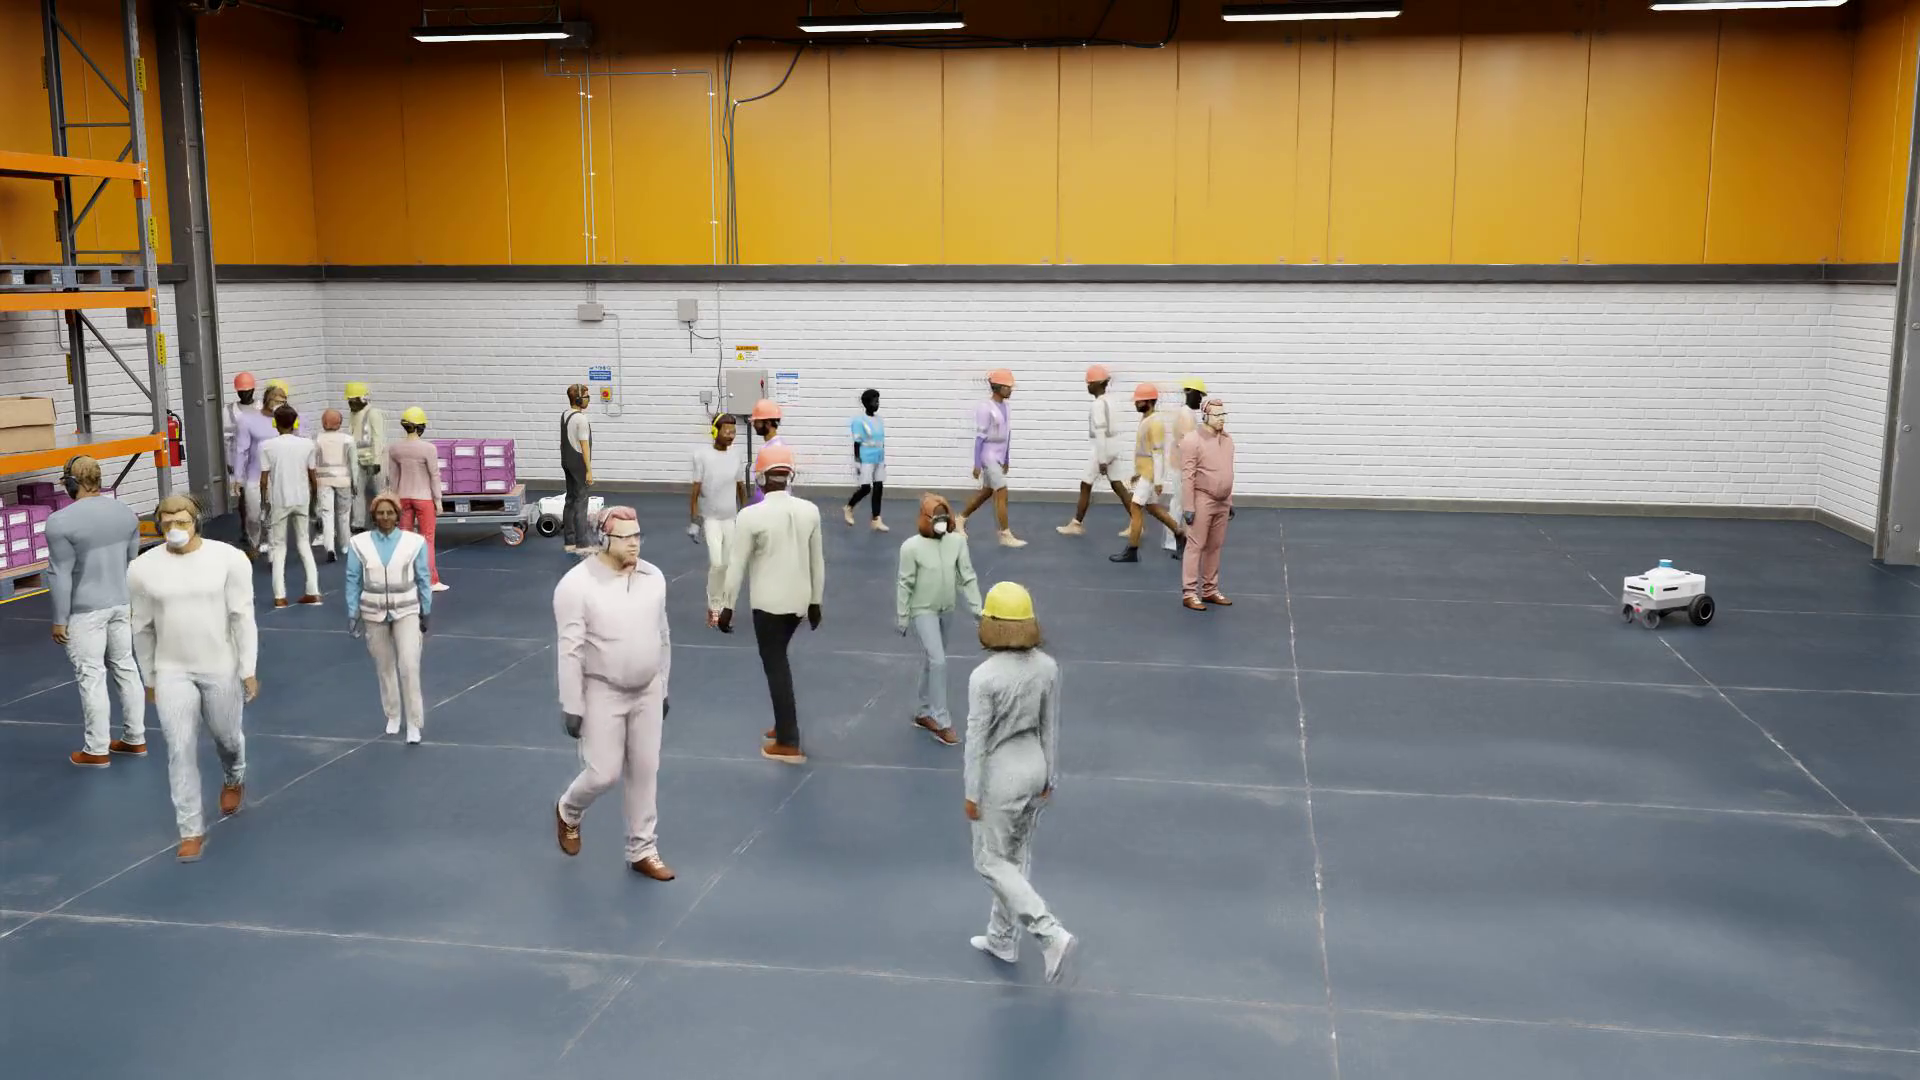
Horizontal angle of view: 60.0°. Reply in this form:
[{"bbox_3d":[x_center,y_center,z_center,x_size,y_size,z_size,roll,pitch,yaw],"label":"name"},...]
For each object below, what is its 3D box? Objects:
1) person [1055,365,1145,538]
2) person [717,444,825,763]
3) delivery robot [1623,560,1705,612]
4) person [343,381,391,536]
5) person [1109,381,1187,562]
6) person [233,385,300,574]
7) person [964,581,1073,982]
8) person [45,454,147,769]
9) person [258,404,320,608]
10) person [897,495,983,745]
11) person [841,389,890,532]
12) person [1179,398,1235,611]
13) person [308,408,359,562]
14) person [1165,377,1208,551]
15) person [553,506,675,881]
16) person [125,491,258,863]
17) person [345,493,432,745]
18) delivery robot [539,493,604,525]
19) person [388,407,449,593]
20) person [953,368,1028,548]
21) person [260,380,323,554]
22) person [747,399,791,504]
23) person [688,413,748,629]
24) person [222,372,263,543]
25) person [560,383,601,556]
[{"bbox_3d":[1.641,-0.996,18.946,1.067,1.988,0.622,4,10,25],"label":"person"},{"bbox_3d":[-1.187,0.389,10.375,0.652,1.964,0.625,8,12,40],"label":"person"},{"bbox_3d":[6.058,0.414,14.309,0.707,0.478,0.477,-5,10,-27],"label":"delivery robot"},{"bbox_3d":[-6.790,-0.955,19.286,0.624,1.796,0.813,7,12,37],"label":"person"},{"bbox_3d":[2.038,-0.706,17.378,0.861,1.911,0.551,0,9,-2],"label":"person"},{"bbox_3d":[-7.071,-0.636,16.944,0.686,1.906,0.836,-6,11,-34],"label":"person"},{"bbox_3d":[0.256,1.038,7.123,0.491,1.725,0.662,-8,12,-42],"label":"person"},{"bbox_3d":[-5.304,0.435,10.235,0.368,1.932,0.623,3,10,19],"label":"person"},{"bbox_3d":[-6.063,-0.299,15.063,0.522,1.844,0.426,-5,11,-30],"label":"person"},{"bbox_3d":[-0.102,0.510,10.770,0.516,1.599,0.736,-8,12,-41],"label":"person"},{"bbox_3d":[-1.086,-0.934,19.436,0.535,1.683,0.546,7,12,38],"label":"person"},{"bbox_3d":[2.264,-0.327,15.012,0.648,1.907,0.401,-8,12,-40],"label":"person"},{"bbox_3d":[-6.616,-0.589,17.576,0.505,1.599,0.829,-3,10,-19],"label":"person"},{"bbox_3d":[2.528,-0.820,18.107,0.635,1.890,0.648,1,9,8],"label":"person"},{"bbox_3d":[-1.743,0.757,8.341,0.629,1.893,0.663,9,12,43],"label":"person"},{"bbox_3d":[-4.038,0.670,8.830,0.631,1.916,0.872,-2,9,-15],"label":"person"},{"bbox_3d":[-3.674,0.511,10.699,0.511,1.610,0.775,-2,9,-10],"label":"person"},{"bbox_3d":[-4.485,-0.377,19.214,0.707,0.478,0.477,-1,9,-4],"label":"delivery robot"},{"bbox_3d":[-5.143,-0.378,15.760,0.524,1.769,0.326,3,9,15],"label":"person"},{"bbox_3d":[0.290,-0.925,18.501,1.011,2.000,0.614,4,10,26],"label":"person"},{"bbox_3d":[-7.314,-0.821,18.157,0.580,1.884,0.948,3,10,19],"label":"person"},{"bbox_3d":[-1.664,-0.266,14.540,0.373,1.934,0.551,-1,9,-9],"label":"person"},{"bbox_3d":[-2.028,-0.158,14.147,0.535,1.844,0.536,-6,11,-35],"label":"person"},{"bbox_3d":[-7.955,-0.921,18.666,0.543,1.928,0.416,-3,10,-19],"label":"person"},{"bbox_3d":[-4.104,-0.757,17.867,0.328,1.844,0.511,-8,12,-40],"label":"person"}]
